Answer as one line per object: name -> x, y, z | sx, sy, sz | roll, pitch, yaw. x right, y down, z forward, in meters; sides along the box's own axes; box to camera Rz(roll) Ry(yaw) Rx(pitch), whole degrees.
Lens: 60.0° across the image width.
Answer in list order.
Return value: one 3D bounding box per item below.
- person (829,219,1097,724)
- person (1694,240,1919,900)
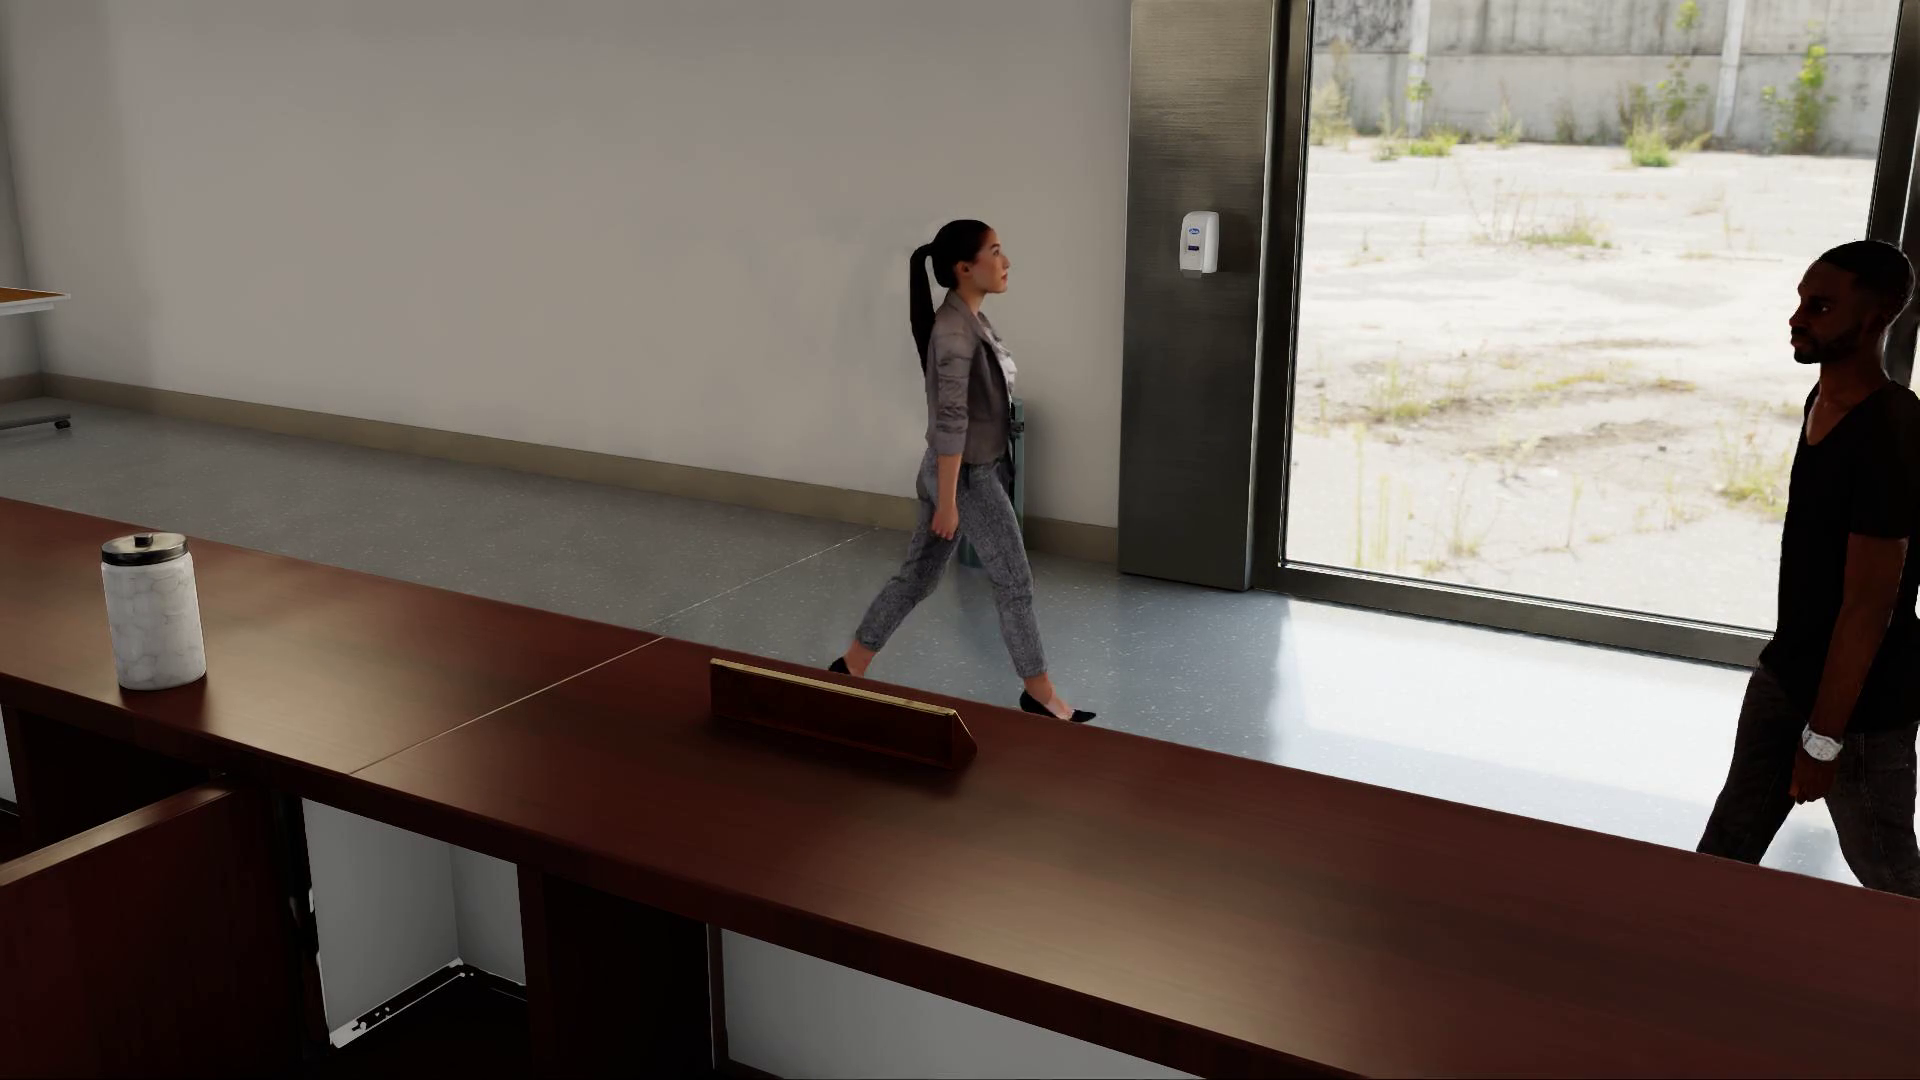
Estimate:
person -> -0.083, -0.148, 5.258 | 1.054, 1.635, 1.134 | 0, 16, 0
person -> 1.910, 0.307, 3.410 | 0.967, 1.764, 1.102 | 4, 16, 12
